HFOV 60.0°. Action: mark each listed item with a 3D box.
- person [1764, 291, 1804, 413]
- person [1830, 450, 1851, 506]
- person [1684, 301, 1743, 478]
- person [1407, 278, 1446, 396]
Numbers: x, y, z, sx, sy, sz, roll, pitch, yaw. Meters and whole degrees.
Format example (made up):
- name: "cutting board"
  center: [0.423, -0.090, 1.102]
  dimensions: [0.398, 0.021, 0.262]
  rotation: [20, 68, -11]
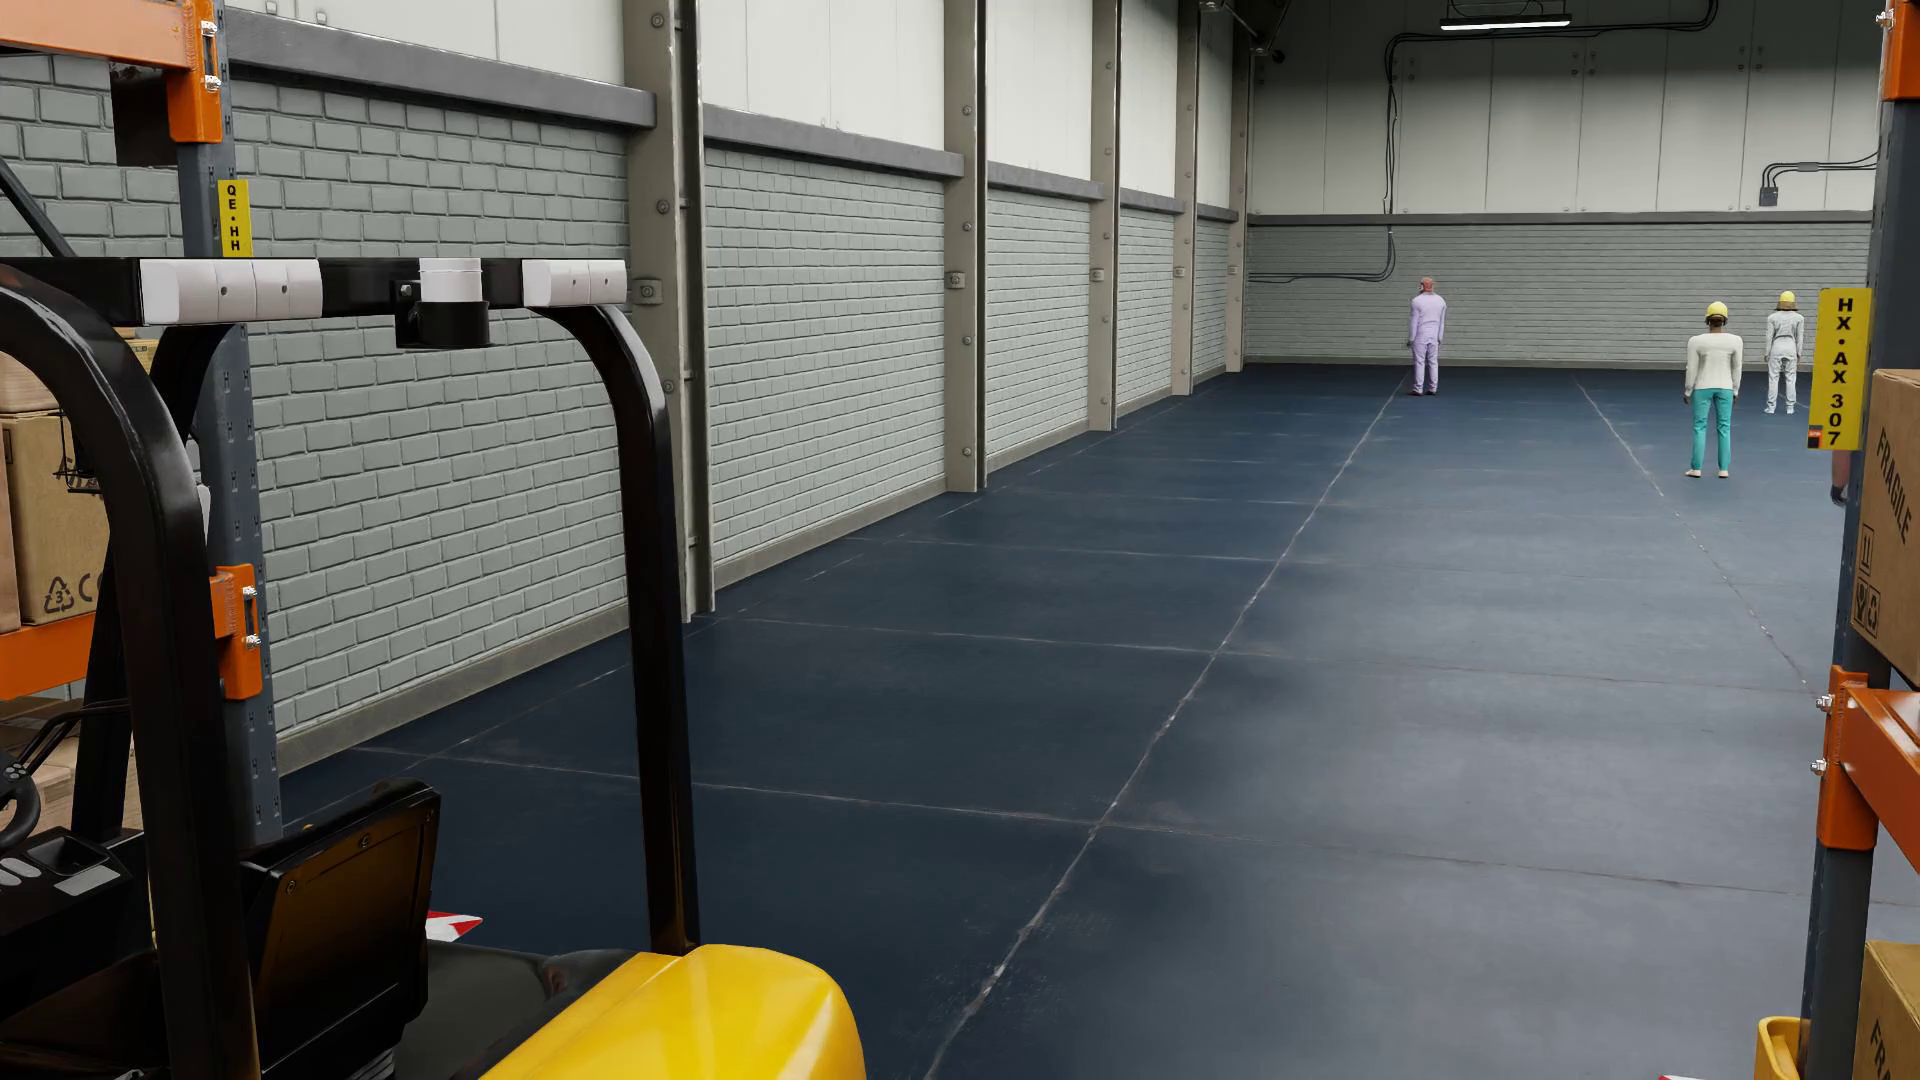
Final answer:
- name: "person"
  center: [11.766, -2.680, 23.782]
  dimensions: [0.493, 1.742, 0.322]
  rotation: [3, 10, 17]
- name: "person"
  center: [5.357, -0.360, 9.506]
  dimensions: [0.699, 1.897, 0.450]
  rotation: [3, 10, 17]
- name: "person"
  center: [7.534, -1.496, 16.663]
  dimensions: [0.523, 1.769, 0.319]
  rotation: [2, 10, 13]
- name: "person"
  center: [7.490, -3.271, 26.828]
  dimensions: [0.651, 1.904, 0.403]
  rotation: [-4, 10, -22]
